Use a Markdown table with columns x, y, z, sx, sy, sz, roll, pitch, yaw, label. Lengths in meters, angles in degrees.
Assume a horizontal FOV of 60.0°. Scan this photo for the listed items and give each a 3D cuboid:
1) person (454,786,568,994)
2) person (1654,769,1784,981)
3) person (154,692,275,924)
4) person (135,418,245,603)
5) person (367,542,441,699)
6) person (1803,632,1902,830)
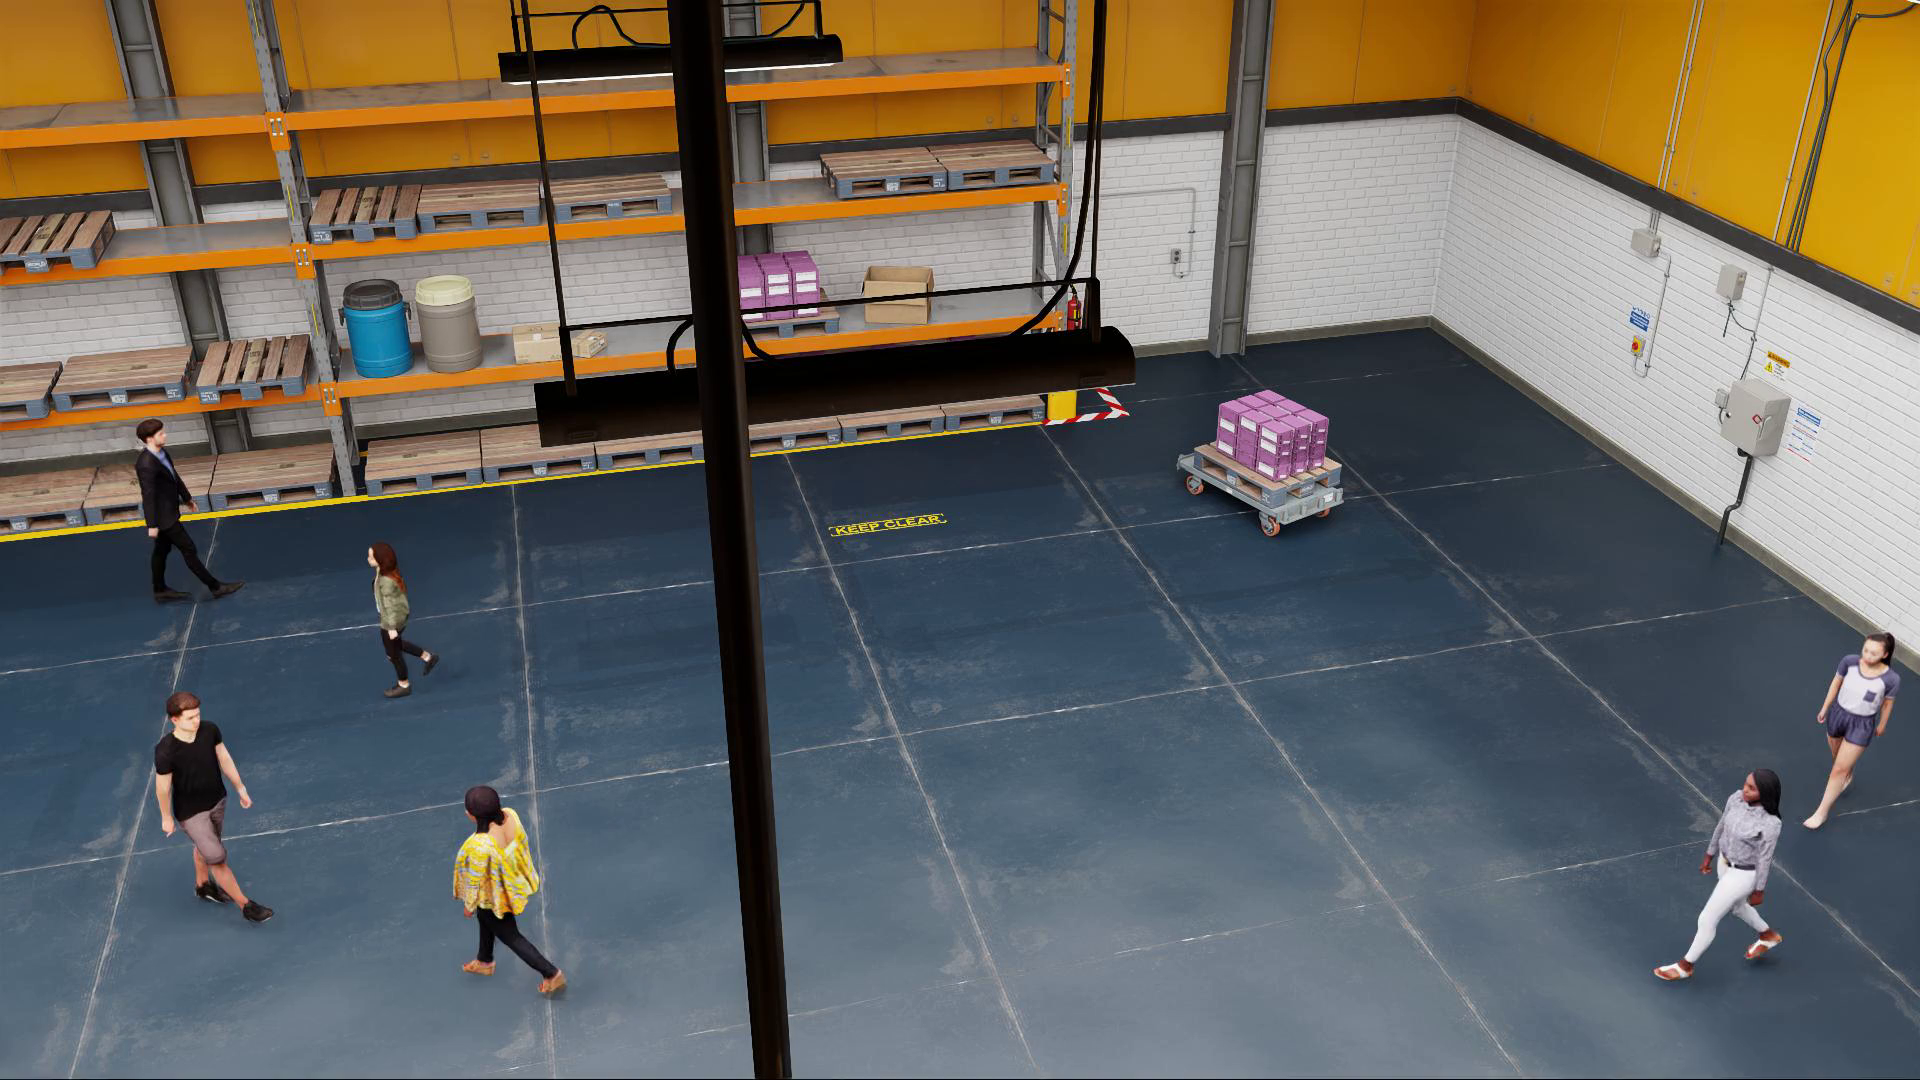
| x | y | z | sx | sy | sz | roll | pitch | yaw | label |
| --- | --- | --- | --- | --- | --- | --- | --- | --- | --- |
| -2.988 | 2.353 | 10.986 | 1.132 | 1.619 | 0.933 | 3 | 29 | 6 | person |
| 5.276 | 2.238 | 11.125 | 1.181 | 1.687 | 0.668 | -4 | 29 | -7 | person |
| -5.419 | 1.837 | 11.714 | 1.168 | 1.827 | 1.050 | 12 | 31 | 21 | person |
| -7.493 | -0.231 | 15.473 | 1.053 | 1.858 | 0.716 | -9 | 30 | -16 | person |
| -4.781 | 0.666 | 14.240 | 0.779 | 1.465 | 0.644 | -12 | 31 | -21 | person |
| 6.885 | 1.384 | 12.763 | 1.110 | 1.618 | 0.820 | -18 | 33 | -29 | person |
